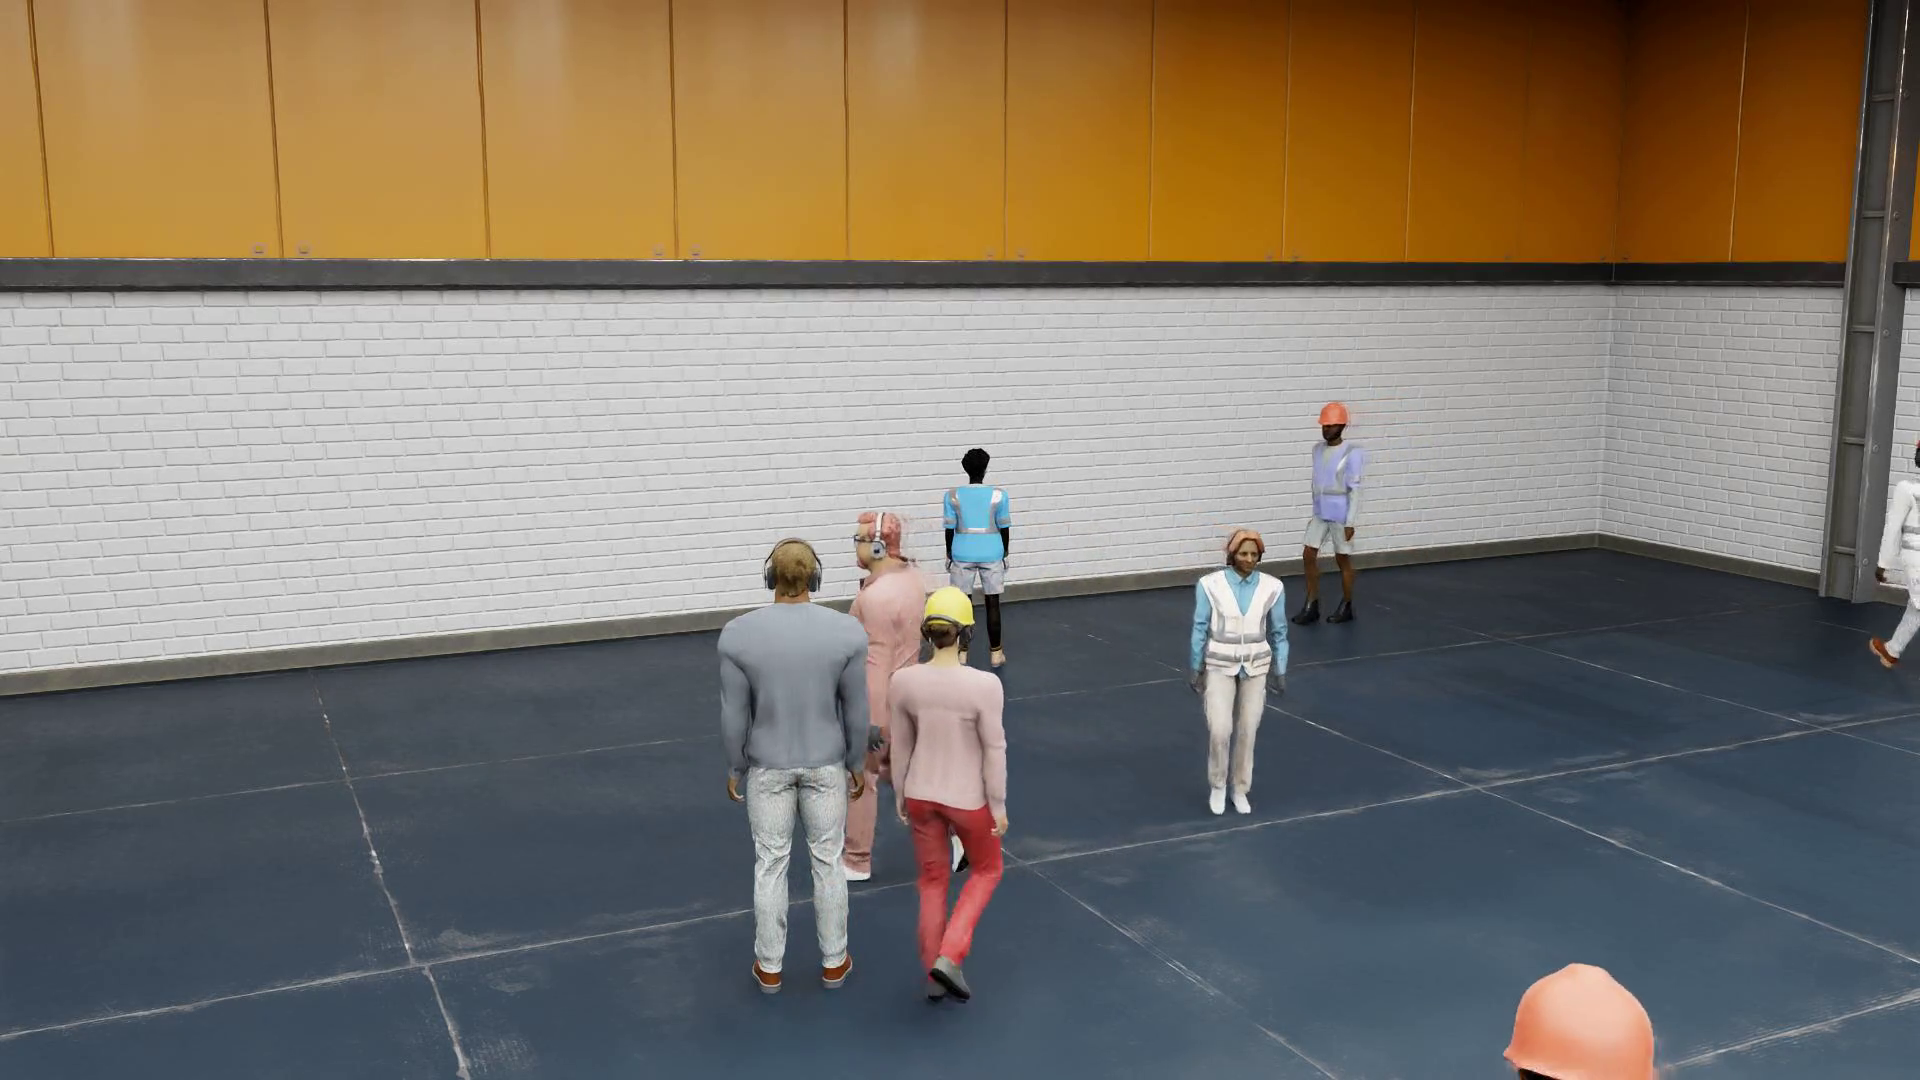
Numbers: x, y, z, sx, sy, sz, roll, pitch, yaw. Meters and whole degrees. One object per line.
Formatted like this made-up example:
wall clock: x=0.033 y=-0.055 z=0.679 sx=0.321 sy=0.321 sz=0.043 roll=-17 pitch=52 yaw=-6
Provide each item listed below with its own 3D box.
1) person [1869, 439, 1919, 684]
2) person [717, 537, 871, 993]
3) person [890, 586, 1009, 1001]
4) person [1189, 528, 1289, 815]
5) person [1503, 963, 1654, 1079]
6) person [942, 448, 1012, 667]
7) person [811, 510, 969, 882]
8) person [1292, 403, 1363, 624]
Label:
person: x=7.102 y=0.139 z=12.335 sx=0.605 sy=1.829 sz=0.996 roll=-1 pitch=9 yaw=-7
person: x=-0.691 y=0.948 z=7.006 sx=0.630 sy=1.940 sz=0.372 roll=-1 pitch=9 yaw=-7
person: x=-0.040 y=1.059 z=6.877 sx=0.535 sy=1.746 sz=0.391 roll=4 pitch=10 yaw=26
person: x=1.556 y=0.742 z=9.243 sx=0.541 sy=1.620 sz=0.443 roll=0 pitch=9 yaw=-3
person: x=0.930 y=1.644 z=2.771 sx=0.593 sy=1.905 sz=0.431 roll=1 pitch=9 yaw=7
person: x=0.133 y=0.142 z=12.768 sx=0.529 sy=1.692 sz=0.321 roll=1 pitch=9 yaw=4
person: x=-0.325 y=0.784 z=8.201 sx=0.774 sy=1.883 sz=0.645 roll=2 pitch=9 yaw=13
person: x=3.145 y=-0.210 z=14.240 sx=0.754 sy=1.914 sz=0.568 roll=-7 pitch=11 yaw=-36
